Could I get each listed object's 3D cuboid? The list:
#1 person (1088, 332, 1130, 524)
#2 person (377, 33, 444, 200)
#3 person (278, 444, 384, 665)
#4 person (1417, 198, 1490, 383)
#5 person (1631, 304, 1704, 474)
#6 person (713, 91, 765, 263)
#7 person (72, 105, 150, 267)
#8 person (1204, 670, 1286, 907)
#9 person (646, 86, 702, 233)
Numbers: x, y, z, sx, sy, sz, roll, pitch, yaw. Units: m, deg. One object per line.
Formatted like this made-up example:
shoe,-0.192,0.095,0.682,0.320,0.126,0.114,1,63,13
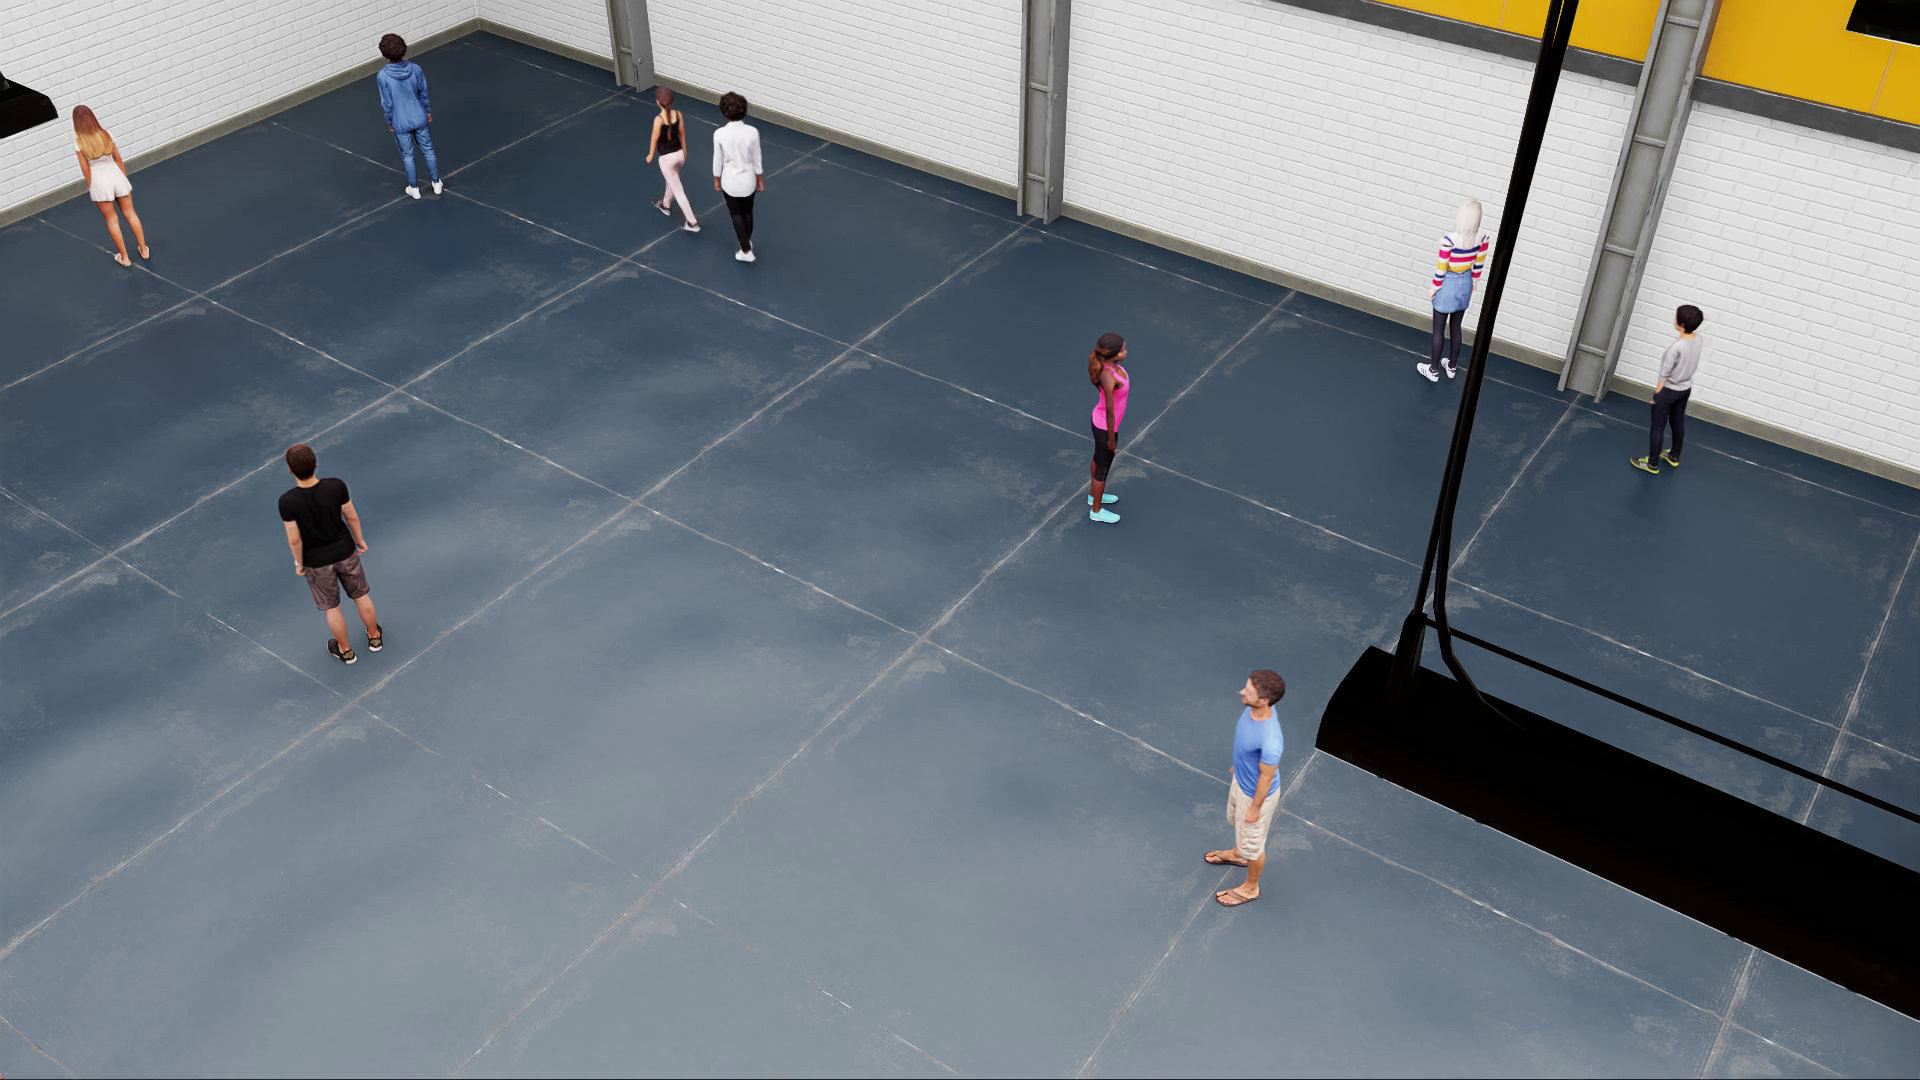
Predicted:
person,1.174,-0.929,13.443,0.690,1.724,0.650,1,39,2
person,-5.948,-4.572,17.935,0.760,1.811,0.734,-19,42,-22
person,-4.573,0.103,12.041,0.751,1.860,0.684,-25,45,-28
person,4.473,-2.272,15.056,0.712,1.808,0.730,-11,40,-14
person,6.035,-1.269,14.018,0.662,1.537,0.682,-20,43,-24
person,-2.215,-3.638,16.770,0.828,1.804,0.887,-9,40,-12
person,-8.604,-3.590,16.796,0.611,1.697,0.609,-30,47,-32
person,1.825,1.500,10.290,0.783,1.863,0.750,-2,39,-2
person,-2.971,-3.943,17.377,1.032,1.524,0.569,28,46,30
